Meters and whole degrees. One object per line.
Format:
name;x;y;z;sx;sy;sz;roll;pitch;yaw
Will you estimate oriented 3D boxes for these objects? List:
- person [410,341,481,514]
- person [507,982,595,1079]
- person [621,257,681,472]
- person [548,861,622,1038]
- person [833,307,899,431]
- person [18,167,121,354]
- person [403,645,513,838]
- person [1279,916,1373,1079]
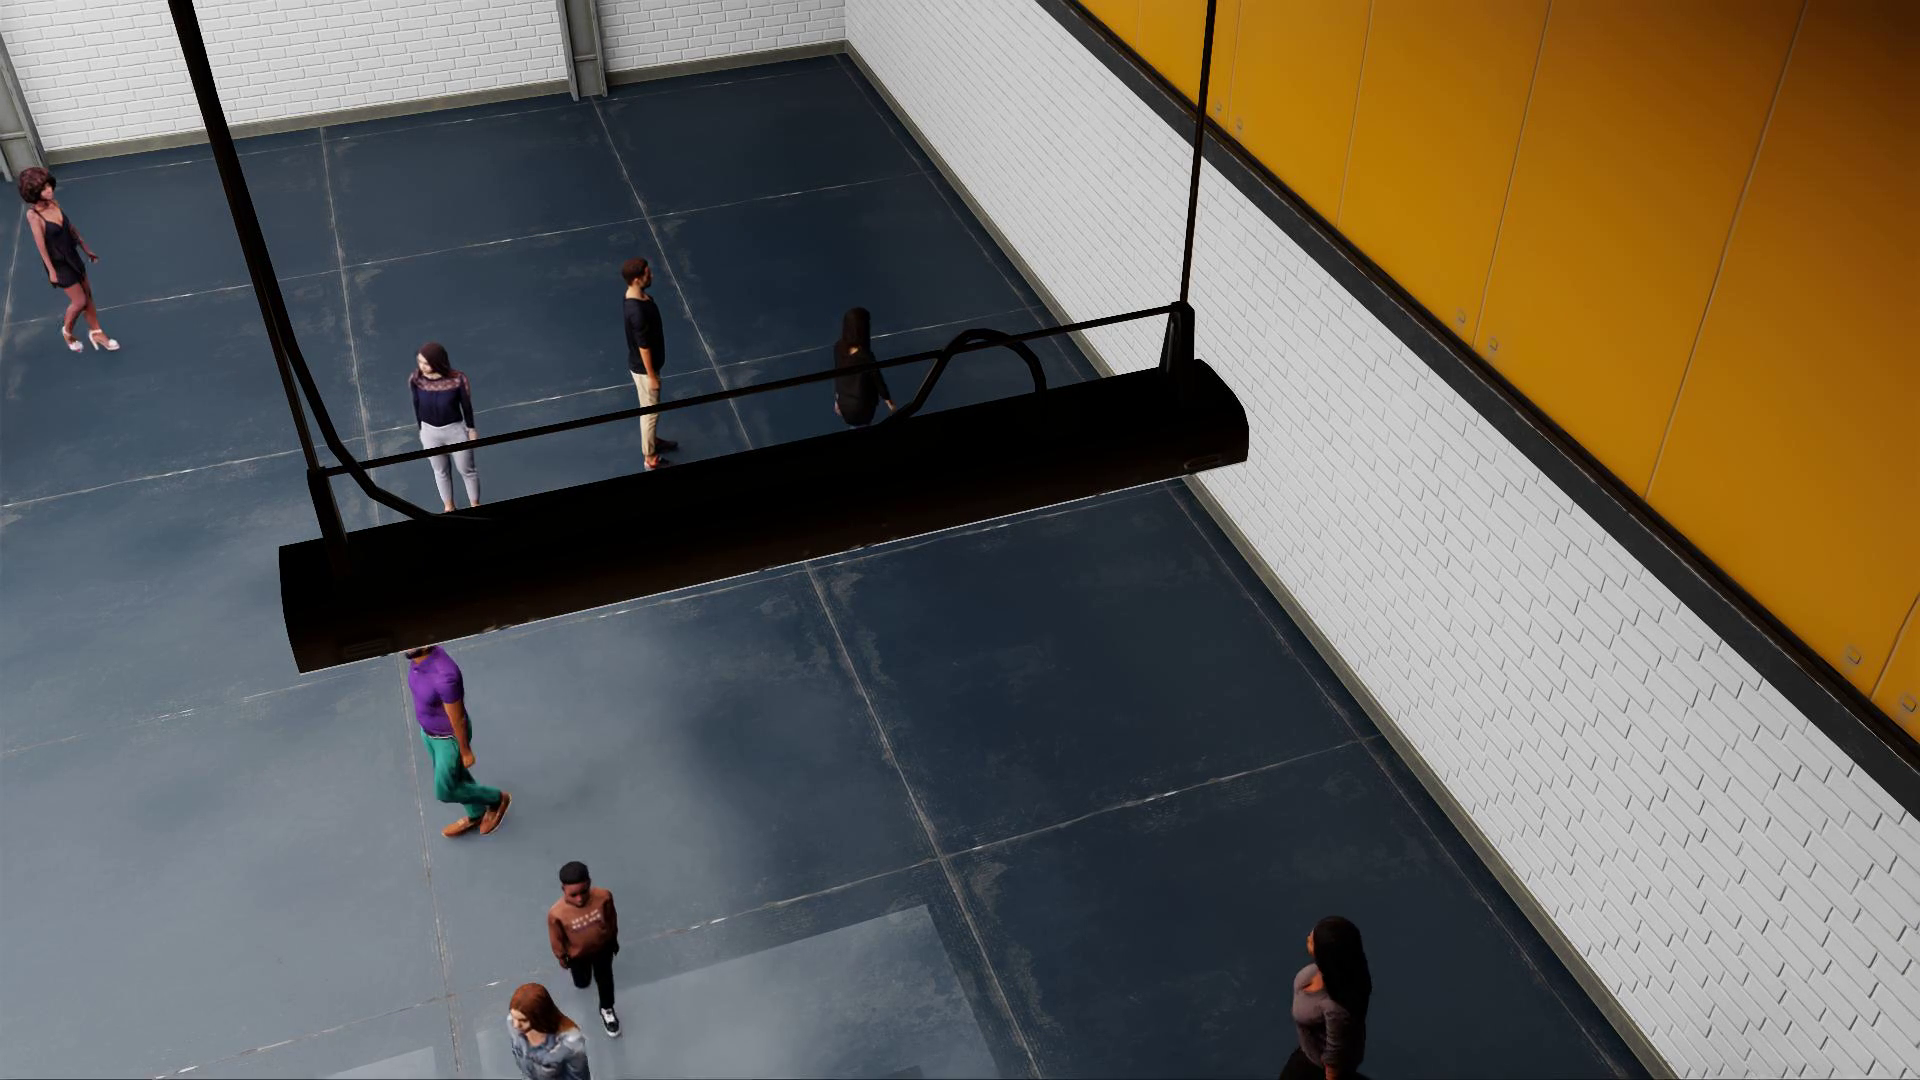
person;-3.881;-0.798;12.567;0.602;1.607;0.732;2;39;2
person;-1.910;2.666;8.190;1.089;1.656;1.114;13;40;16
person;-2.489;-1.385;13.105;0.554;1.853;0.650;-9;39;-11
person;-2.051;2.173;9.137;0.692;1.245;0.631;-17;42;-20
person;-0.846;-1.004;12.818;1.079;1.615;0.854;-31;48;-33
person;-7.827;-2.399;14.433;0.757;1.781;0.698;3;39;3
person;-3.008;1.122;10.041;0.793;1.758;0.749;-27;46;-29
person;1.944;2.547;8.227;1.260;1.796;1.117;9;39;11
